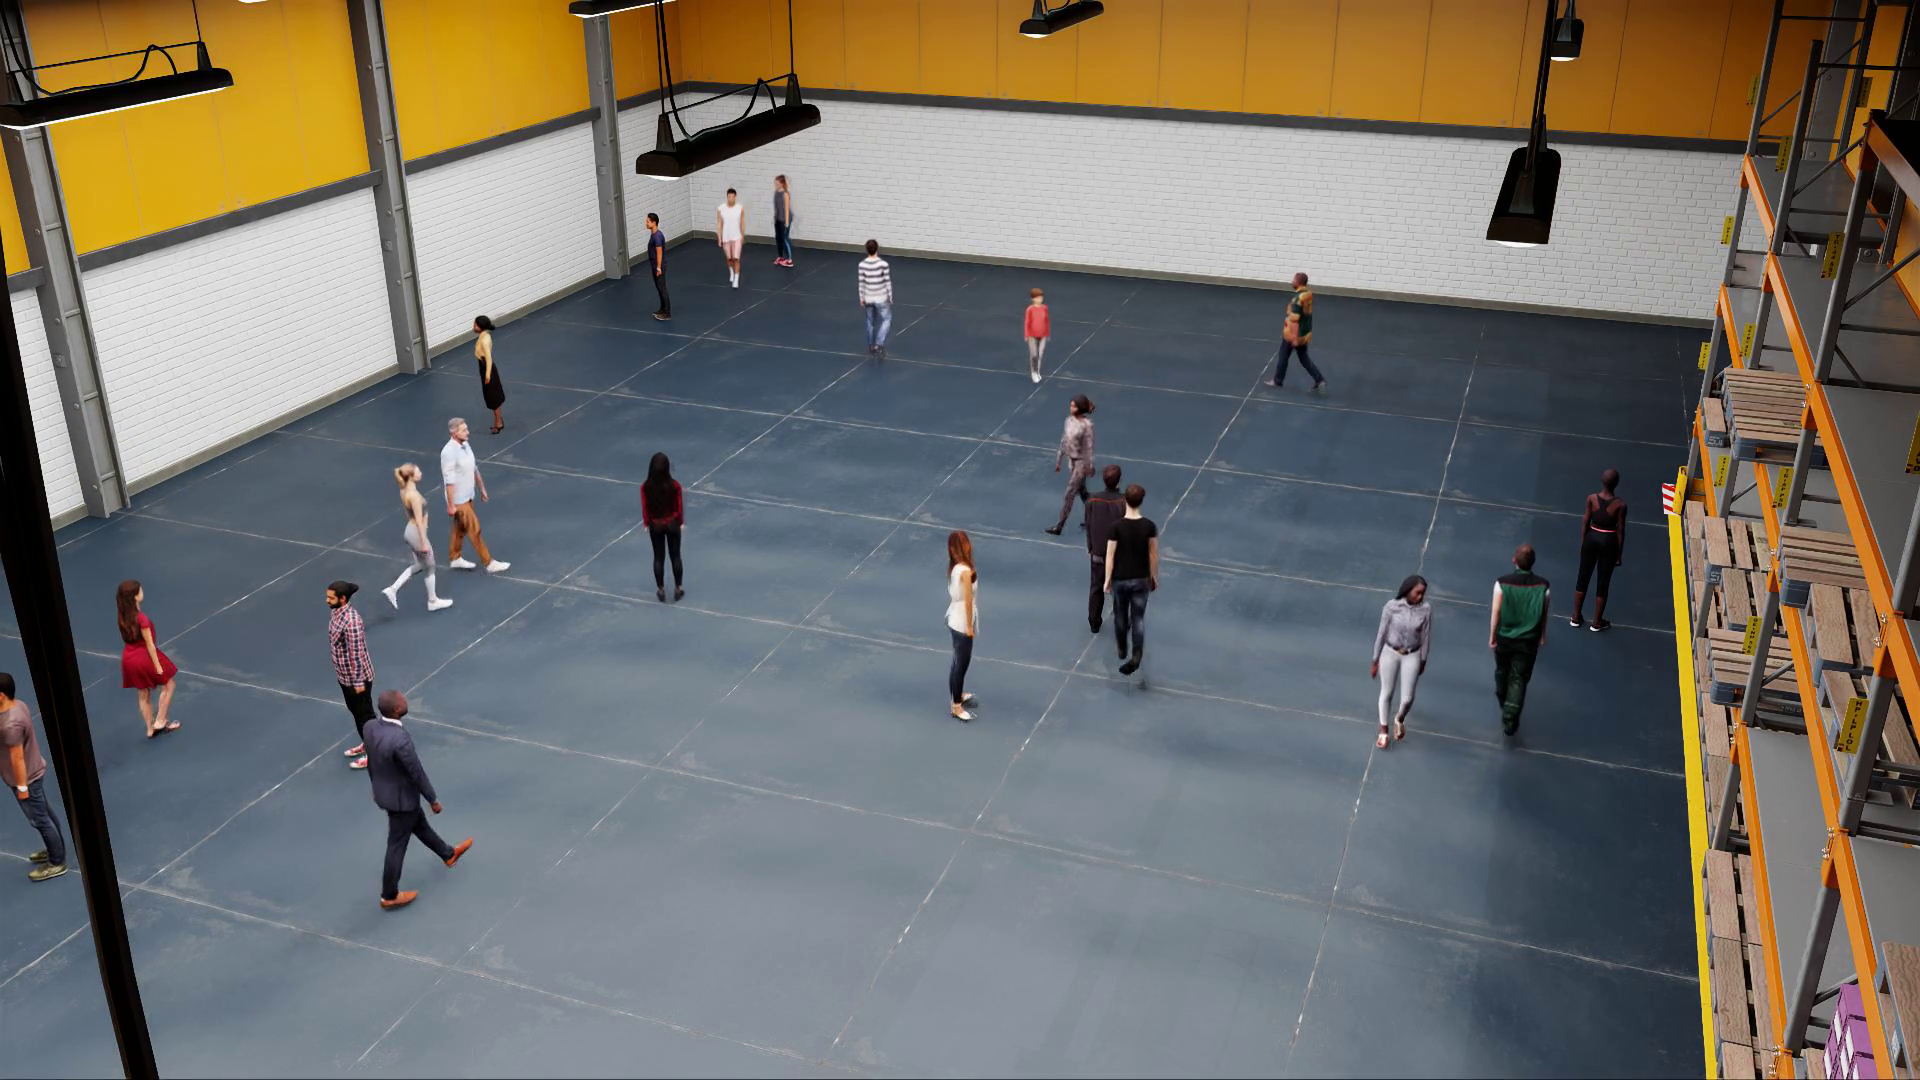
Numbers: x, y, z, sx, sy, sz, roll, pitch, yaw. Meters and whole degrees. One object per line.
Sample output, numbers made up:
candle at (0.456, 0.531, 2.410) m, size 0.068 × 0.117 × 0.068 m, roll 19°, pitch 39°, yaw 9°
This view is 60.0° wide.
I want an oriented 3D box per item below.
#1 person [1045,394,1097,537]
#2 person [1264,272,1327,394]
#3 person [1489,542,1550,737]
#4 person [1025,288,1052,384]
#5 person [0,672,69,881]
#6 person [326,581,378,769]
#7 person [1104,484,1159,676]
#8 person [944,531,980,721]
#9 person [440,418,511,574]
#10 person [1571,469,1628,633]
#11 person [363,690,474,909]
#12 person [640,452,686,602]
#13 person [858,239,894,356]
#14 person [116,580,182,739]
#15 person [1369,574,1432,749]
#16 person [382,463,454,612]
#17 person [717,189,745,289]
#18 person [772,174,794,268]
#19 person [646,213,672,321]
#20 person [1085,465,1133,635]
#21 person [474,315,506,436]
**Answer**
person at (1.450, -0.889, 19.486) m, size 1.183 × 1.668 × 0.982 m, roll -18°, pitch 29°, yaw -35°
person at (4.982, -2.985, 24.144) m, size 0.949 × 1.777 × 1.198 m, roll 16°, pitch 28°, yaw 32°
person at (5.080, 0.933, 15.151) m, size 0.683 × 1.801 × 1.173 m, roll 8°, pitch 25°, yaw 17°
person at (1.125, -3.084, 24.828) m, size 0.674 × 1.411 × 0.734 m, roll -9°, pitch 25°, yaw -19°
person at (-7.355, 1.834, 13.121) m, size 0.749 × 1.776 × 0.703 m, roll -12°, pitch 26°, yaw -26°
person at (-5.346, 1.161, 14.683) m, size 0.786 × 1.759 × 0.776 m, roll -18°, pitch 29°, yaw -35°
person at (1.675, 0.437, 16.215) m, size 0.909 × 1.857 × 1.227 m, roll 0°, pitch 24°, yaw -1°
person at (-0.003, 0.795, 15.505) m, size 0.861 × 1.769 × 0.735 m, roll -2°, pitch 24°, yaw -4°
person at (-5.596, -0.485, 18.399) m, size 0.926 × 1.799 × 1.006 m, roll 2°, pitch 24°, yaw 5°
person at (6.587, 0.089, 17.137) m, size 0.650 × 1.758 × 0.624 m, roll 17°, pitch 29°, yaw 34°
person at (-4.346, 2.017, 12.693) m, size 1.012 × 1.784 × 1.247 m, roll 20°, pitch 31°, yaw 38°
person at (-3.155, -0.140, 17.789) m, size 0.659 × 1.654 × 0.663 m, roll -4°, pitch 24°, yaw -8°
person at (-1.304, -3.717, 25.740) m, size 0.753 × 1.839 × 0.896 m, roll 5°, pitch 24°, yaw 10°
person at (-7.455, 1.109, 15.064) m, size 0.560 × 1.547 × 0.634 m, roll 10°, pitch 26°, yaw 22°
person at (3.982, 1.049, 14.998) m, size 0.635 × 1.711 × 0.634 m, roll 9°, pitch 25°, yaw 19°
person at (-5.753, 0.006, 17.410) m, size 1.011 × 1.690 × 0.894 m, roll -16°, pitch 28°, yaw -32°
person at (-4.079, -5.398, 29.714) m, size 0.905 × 1.736 × 1.246 m, roll -1°, pitch 24°, yaw -2°
person at (-3.273, -5.964, 31.032) m, size 0.741 × 1.719 × 0.720 m, roll -14°, pitch 27°, yaw -28°
person at (-5.032, -4.592, 27.804) m, size 0.759 × 1.789 × 0.670 m, roll -7°, pitch 25°, yaw -16°
person at (1.538, 0.100, 17.010) m, size 0.723 × 1.839 × 0.576 m, roll 7°, pitch 24°, yaw 15°
person at (-6.404, -2.251, 22.619) m, size 0.734 × 1.654 × 0.648 m, roll -6°, pitch 24°, yaw -13°
